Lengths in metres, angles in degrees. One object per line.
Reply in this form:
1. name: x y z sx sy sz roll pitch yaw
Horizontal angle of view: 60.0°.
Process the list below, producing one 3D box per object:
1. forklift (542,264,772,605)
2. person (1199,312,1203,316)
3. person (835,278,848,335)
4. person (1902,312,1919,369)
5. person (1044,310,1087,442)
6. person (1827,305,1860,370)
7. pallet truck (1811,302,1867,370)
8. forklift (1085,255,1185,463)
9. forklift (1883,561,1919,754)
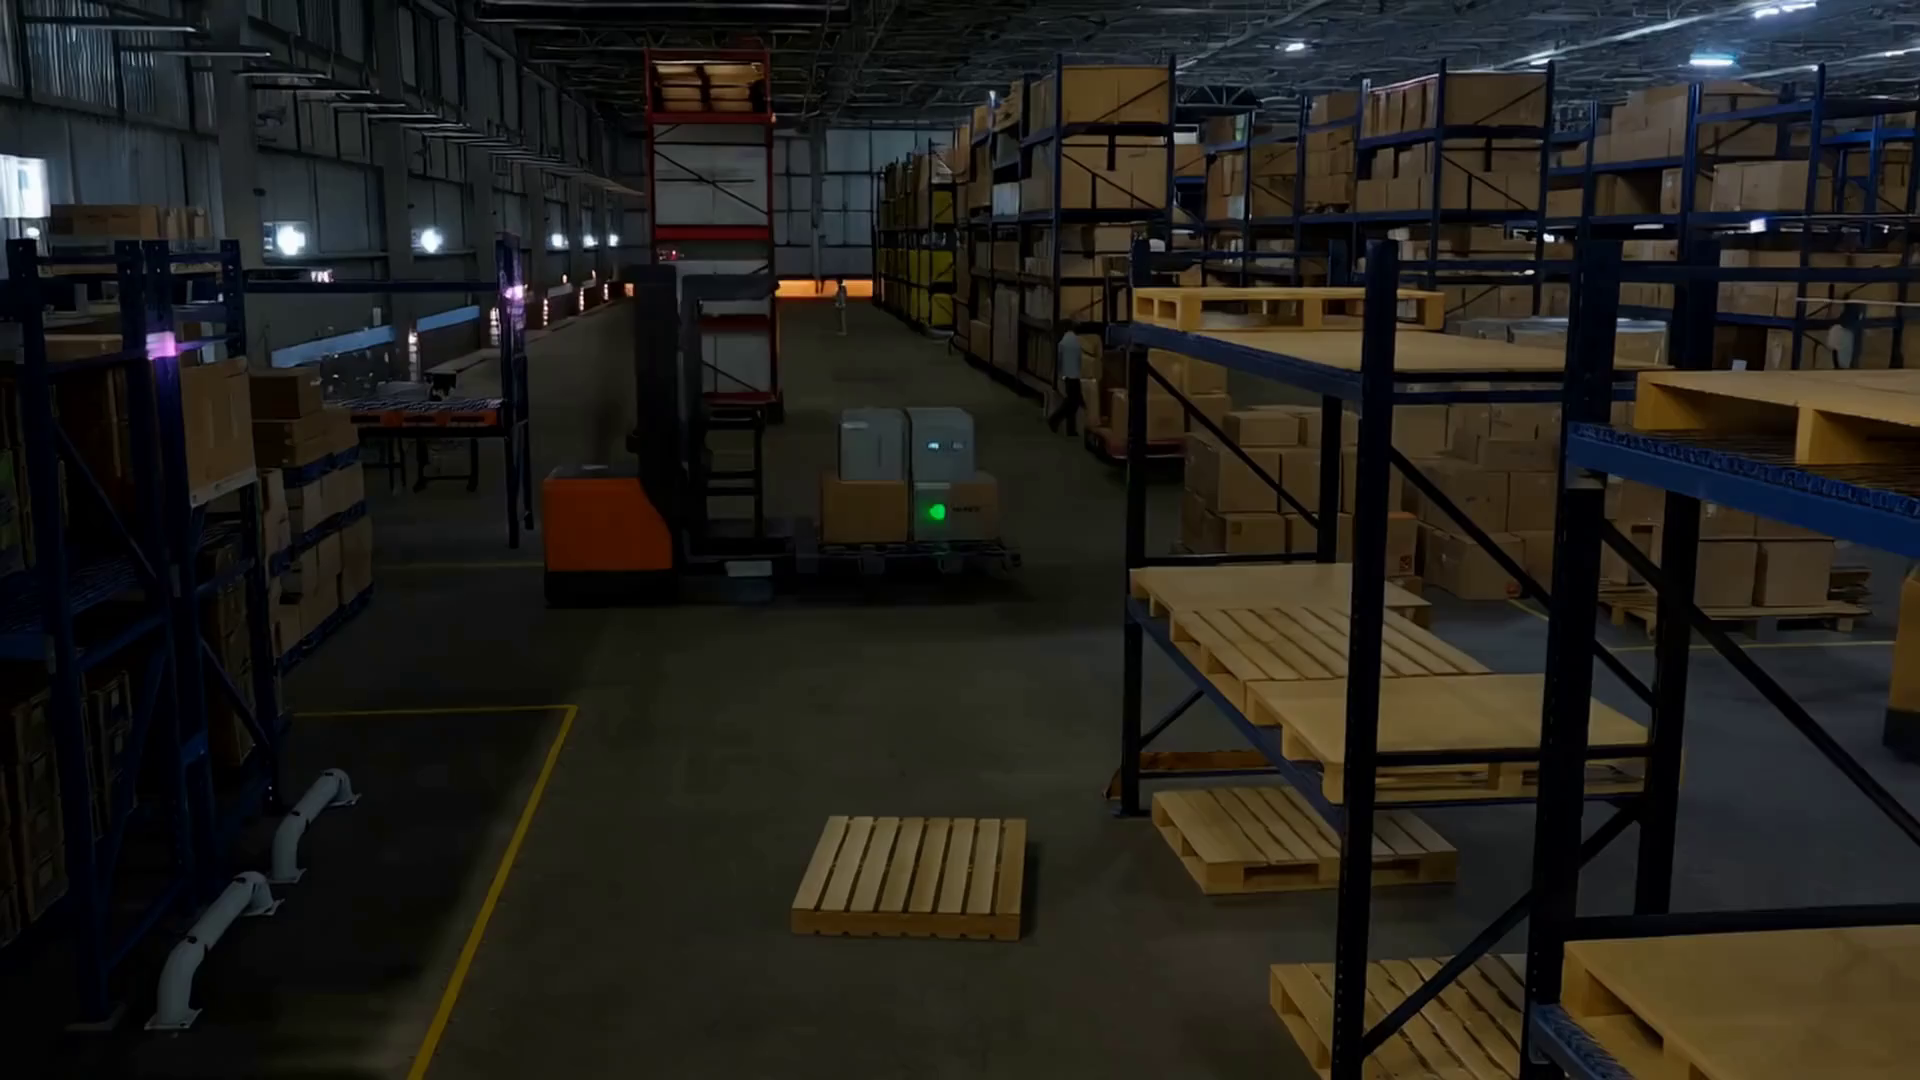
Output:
1. forklift: -2.566 -0.934 14.109 1.873 2.768 1.129 -1 10 -6
2. person: 4.784 -3.809 33.563 0.513 1.606 0.805 0 10 -2
3. person: -3.820 -7.522 53.529 0.429 1.836 0.632 -3 11 -18
4. person: 15.698 -2.795 27.098 0.832 1.910 0.662 -5 11 -25
5. person: 1.612 -2.474 25.139 0.590 1.979 0.661 2 10 11
6. person: 14.933 -3.007 28.204 0.643 1.938 0.526 -8 13 -38
7. pallet truck: 15.846 -3.142 28.793 1.885 1.965 0.823 2 10 12
8. forklift: 2.429 -2.560 23.116 1.129 2.768 1.873 -1 10 -6
9. forklift: 6.346 -0.184 9.954 1.129 2.768 1.873 7 12 34
